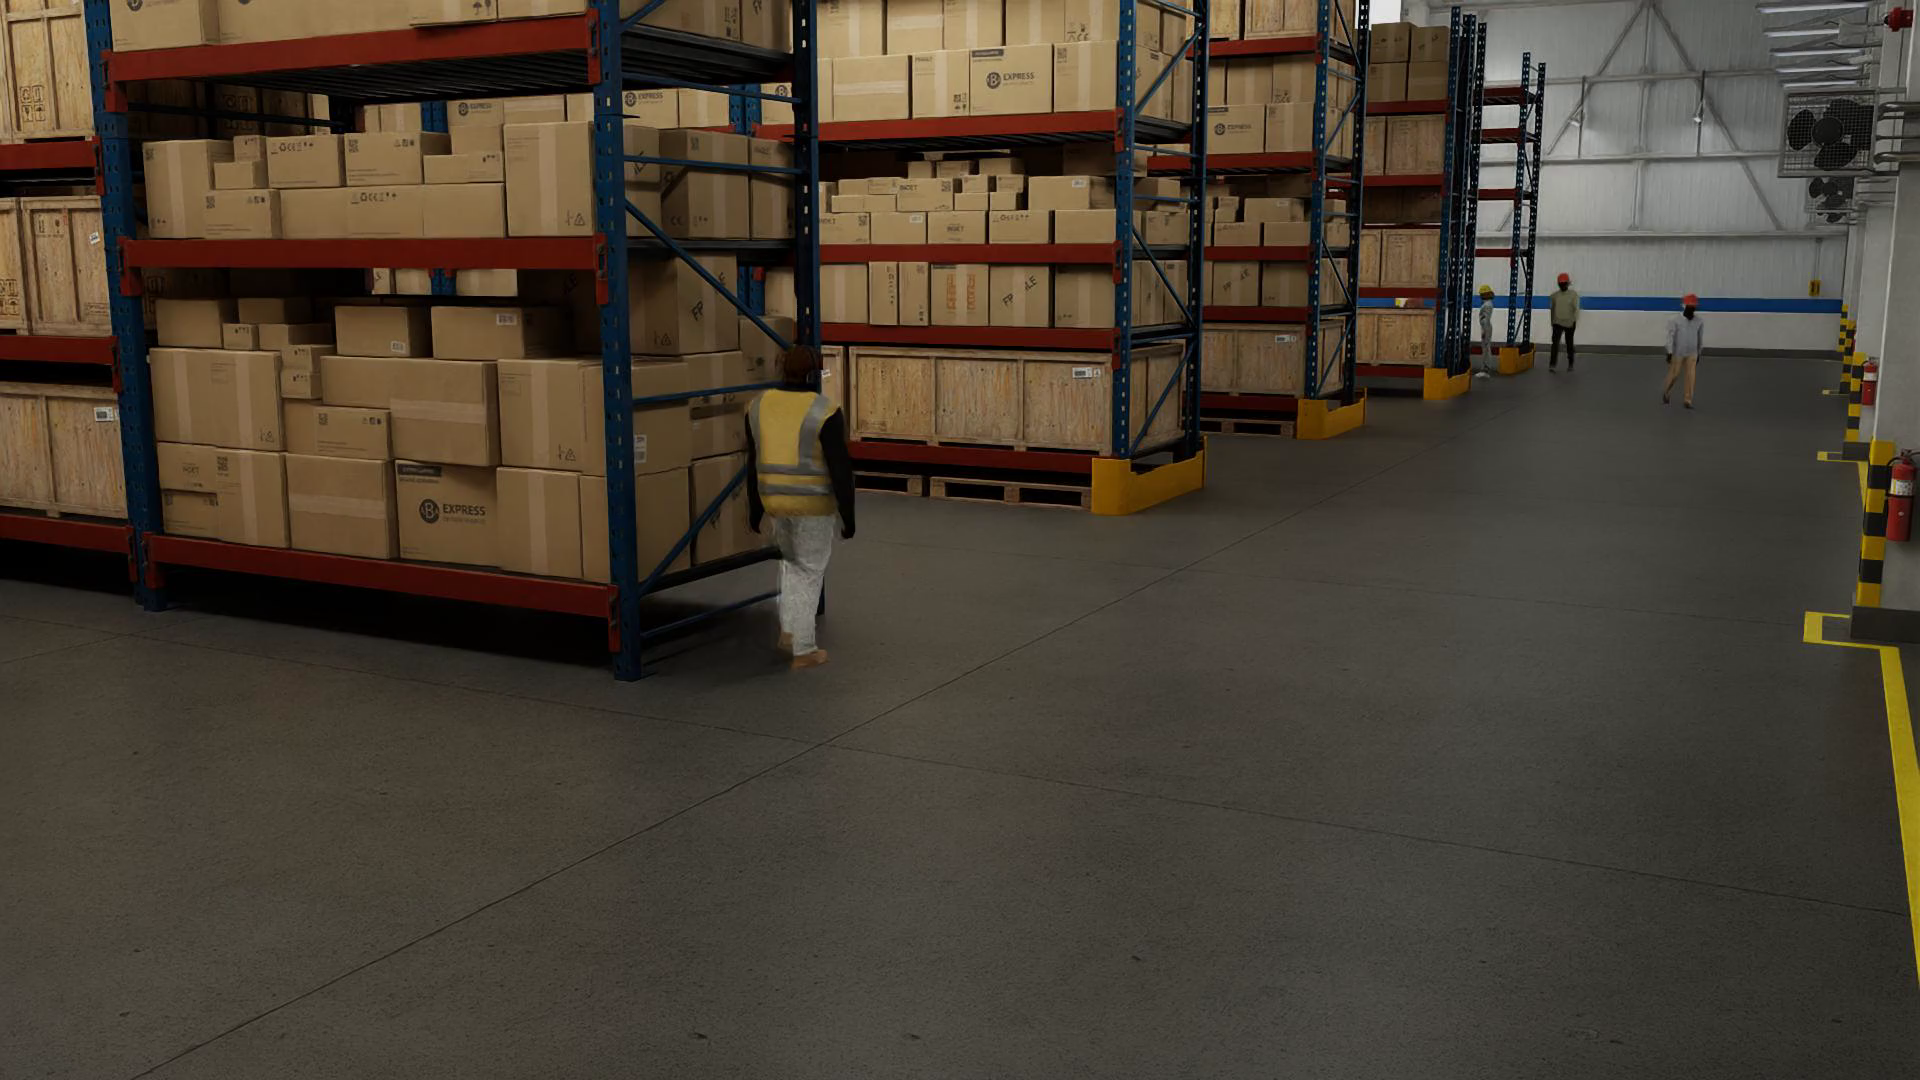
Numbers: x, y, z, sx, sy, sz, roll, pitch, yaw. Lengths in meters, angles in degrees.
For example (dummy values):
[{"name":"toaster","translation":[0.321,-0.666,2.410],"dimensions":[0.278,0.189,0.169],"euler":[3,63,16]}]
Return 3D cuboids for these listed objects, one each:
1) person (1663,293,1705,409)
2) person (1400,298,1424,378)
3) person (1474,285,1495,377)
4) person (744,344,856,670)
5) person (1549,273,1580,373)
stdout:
[{"name":"person","translation":[10.910,-2.853,25.081],"dimensions":[0.567,1.729,0.638],"euler":[1,10,4]},{"name":"person","translation":[8.410,-3.973,31.086],"dimensions":[0.431,1.894,0.669],"euler":[4,10,20]},{"name":"person","translation":[9.866,-3.928,31.298],"dimensions":[0.305,1.737,0.484],"euler":[3,10,16]},{"name":"person","translation":[-0.868,-0.186,9.377],"dimensions":[0.656,1.823,0.516],"euler":[6,11,29]},{"name":"person","translation":[11.890,-4.269,32.699],"dimensions":[0.604,1.951,1.039],"euler":[6,11,31]}]
